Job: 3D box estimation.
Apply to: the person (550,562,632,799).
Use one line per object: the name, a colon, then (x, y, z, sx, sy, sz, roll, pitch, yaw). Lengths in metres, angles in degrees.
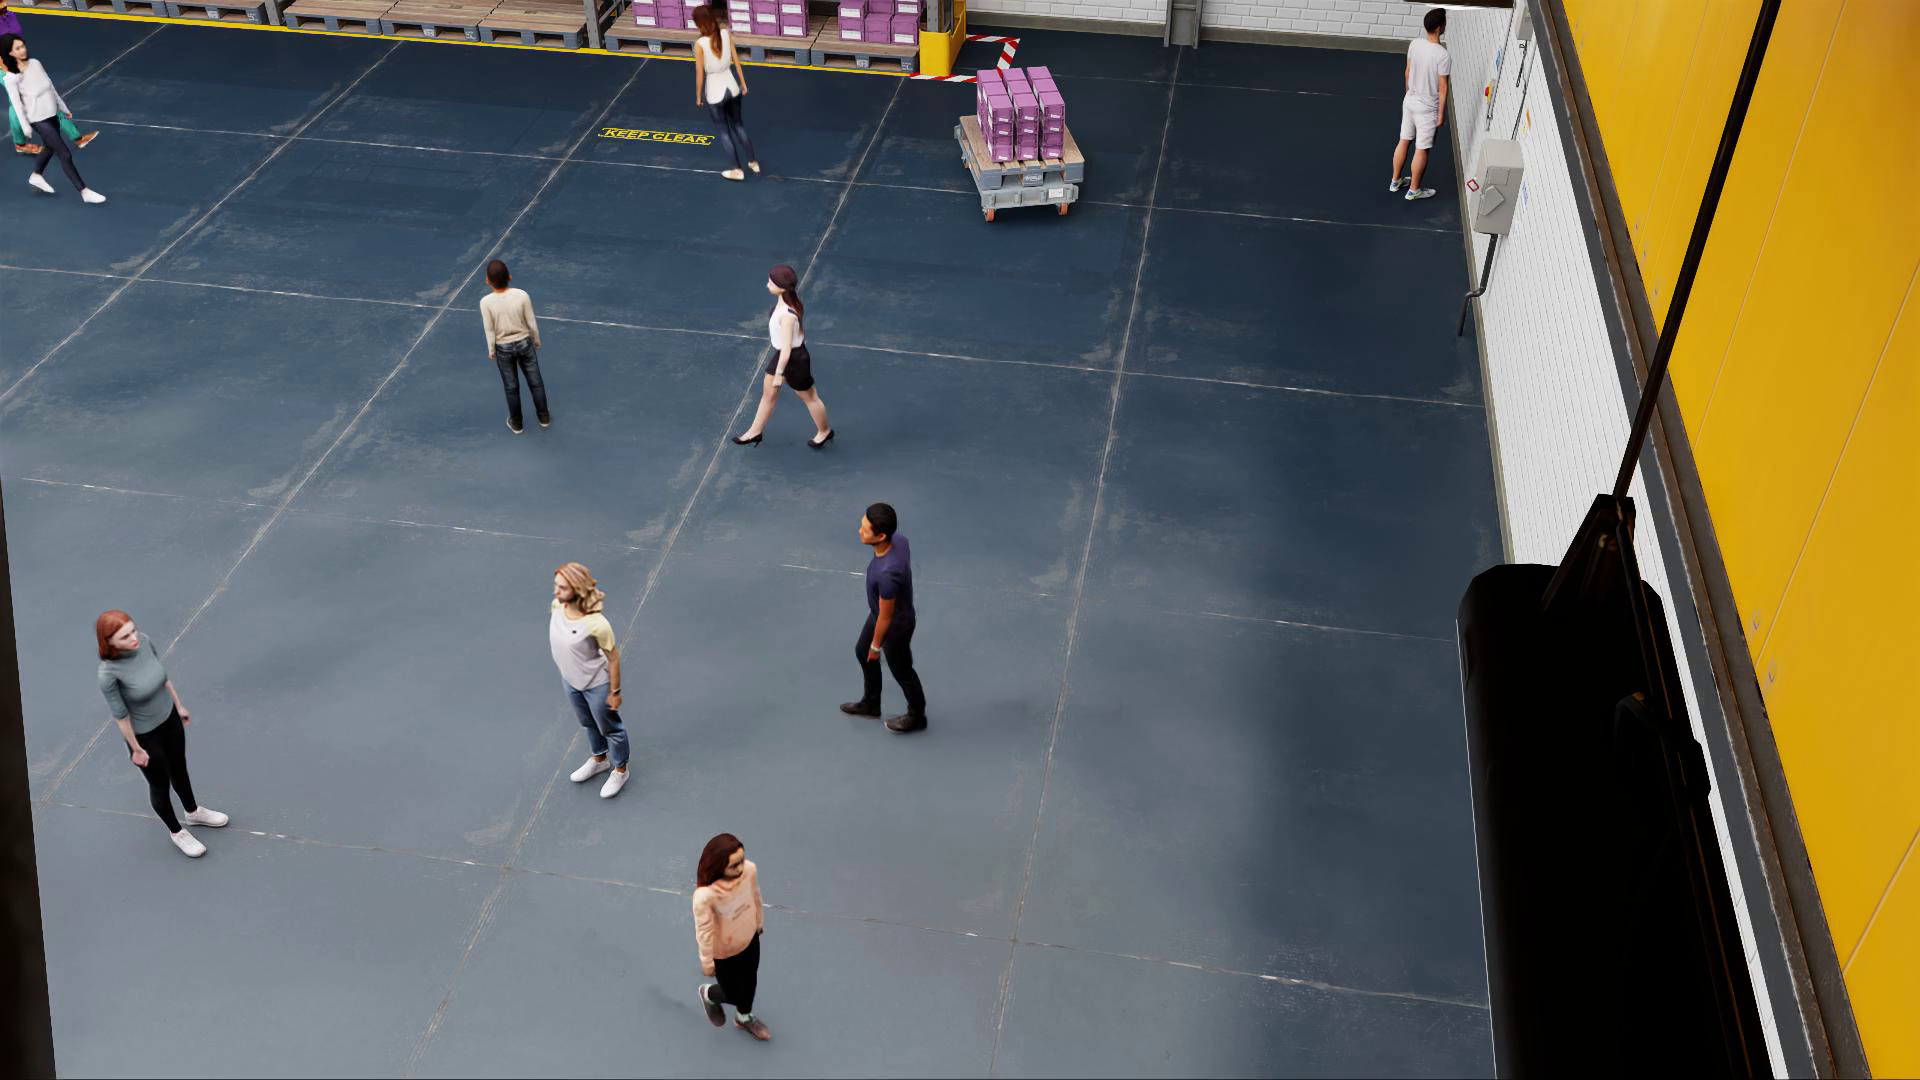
person: (-2.166, 0.805, 9.772, 0.639, 1.722, 0.767, 25, 45, 28)

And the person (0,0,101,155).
person: (-9.475, -4.641, 16.589, 1.102, 1.726, 0.631, 6, 39, 7)

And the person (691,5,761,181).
person: (-2.246, -4.316, 16.164, 0.807, 1.748, 0.830, -20, 43, -23)

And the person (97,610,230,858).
person: (-4.561, 1.070, 9.424, 0.554, 1.743, 0.608, 10, 40, 12)

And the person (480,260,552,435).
person: (-3.451, -1.491, 12.855, 0.596, 1.463, 0.693, -15, 41, -18)

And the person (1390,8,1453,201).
person: (4.416, -4.166, 15.890, 0.806, 1.856, 0.760, -21, 43, -24)

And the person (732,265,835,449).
person: (-1.177, -1.333, 12.536, 1.097, 1.614, 0.836, -7, 39, -9)

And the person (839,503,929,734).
person: (-0.325, 0.494, 10.122, 0.876, 1.773, 0.785, -3, 39, -4)

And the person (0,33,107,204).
person: (-8.810, -4.017, 15.855, 1.070, 1.666, 0.612, 7, 39, 8)

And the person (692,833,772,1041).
person: (-1.205, 2.009, 8.466, 0.781, 1.472, 0.720, 28, 46, 30)
